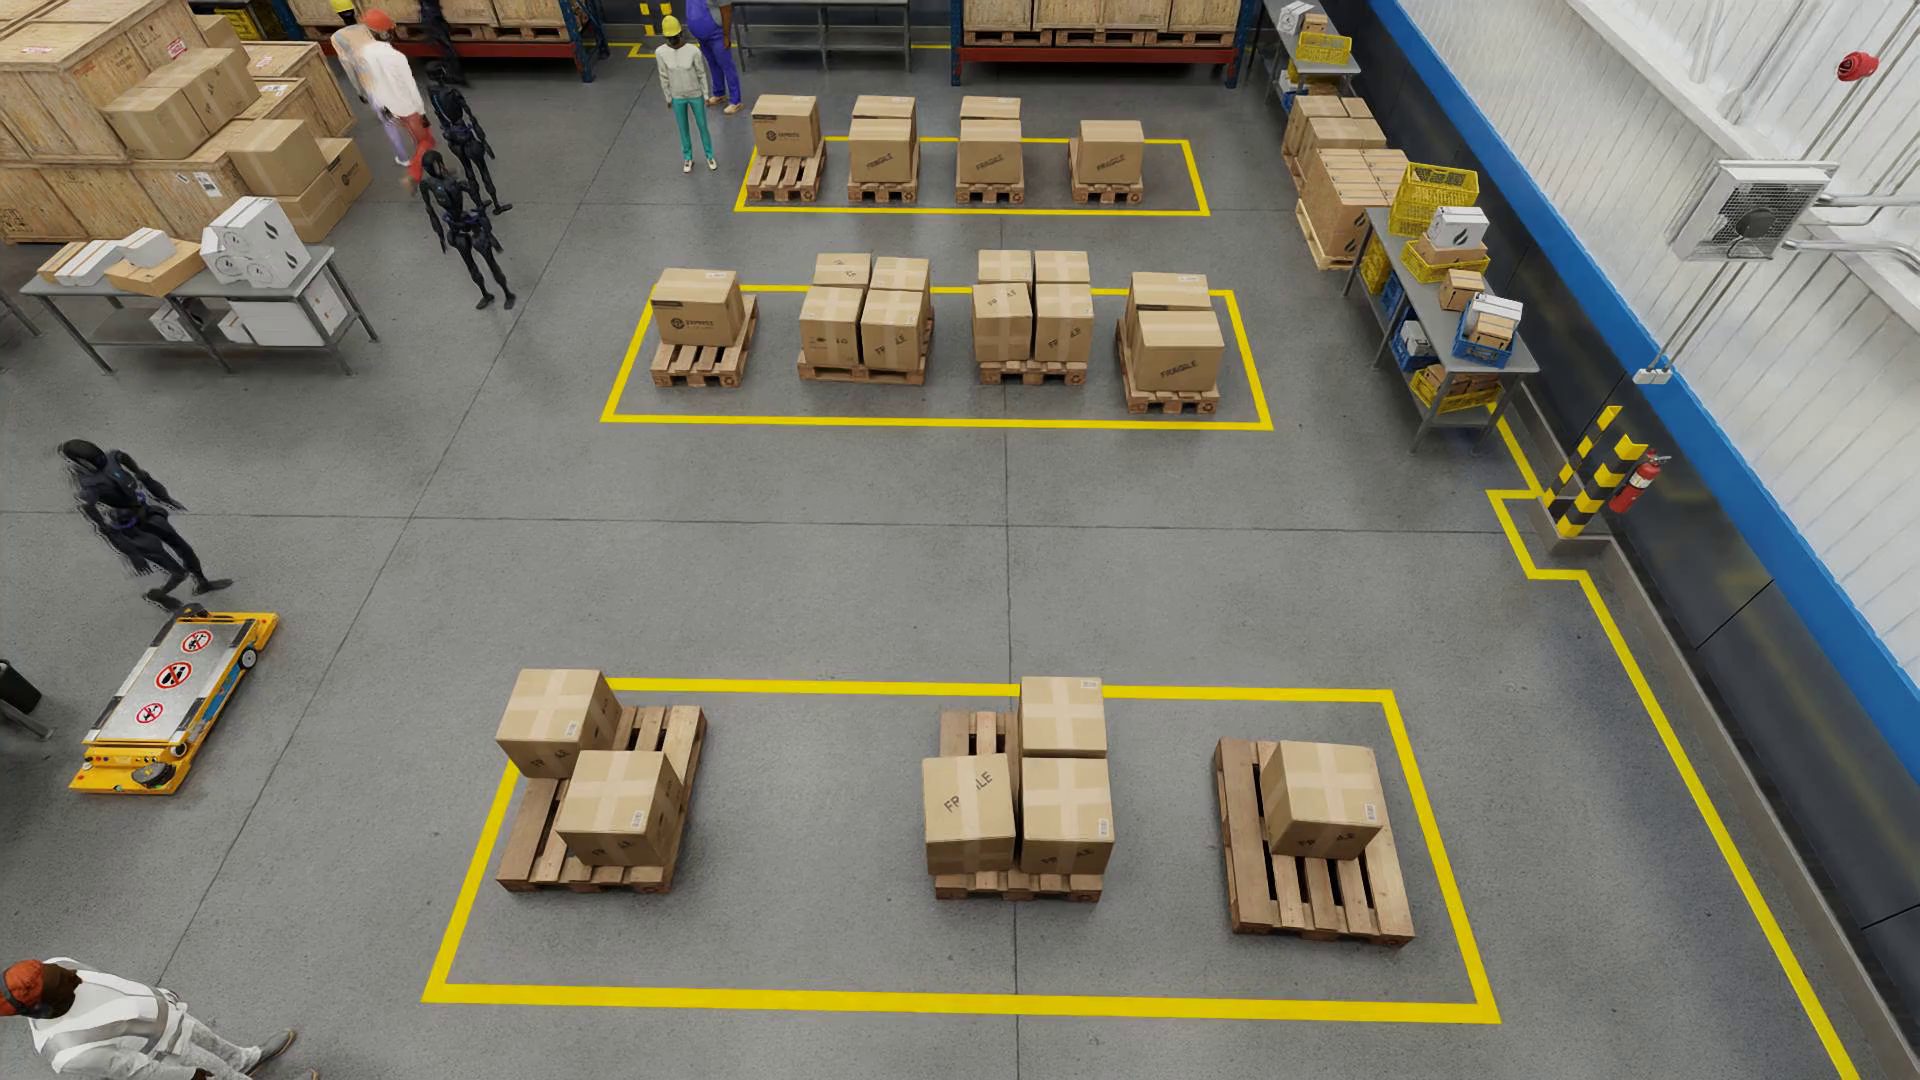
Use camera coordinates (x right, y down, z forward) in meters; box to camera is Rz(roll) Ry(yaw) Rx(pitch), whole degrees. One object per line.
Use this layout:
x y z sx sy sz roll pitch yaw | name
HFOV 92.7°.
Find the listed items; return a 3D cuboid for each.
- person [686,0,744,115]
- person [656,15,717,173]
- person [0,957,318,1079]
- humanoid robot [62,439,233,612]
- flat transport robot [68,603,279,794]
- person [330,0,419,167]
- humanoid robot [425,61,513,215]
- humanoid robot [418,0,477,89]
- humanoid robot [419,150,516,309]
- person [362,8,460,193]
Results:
-3.217 -6.550 11.750 0.687 2.000 0.536 36 58 26 | person
-3.220 -5.239 10.817 0.524 1.768 0.324 -6 50 -5 | person
-3.768 2.345 4.326 0.573 1.882 0.356 36 58 26 | person
-5.857 -0.108 6.546 0.469 1.634 0.642 -9 50 -7 | humanoid robot
-5.504 1.072 6.442 0.652 0.197 1.431 1 50 1 | flat transport robot
-6.907 -5.441 10.894 0.582 1.918 0.405 -32 57 -24 | person
-5.515 -4.478 10.225 0.585 1.657 0.331 17 52 14 | humanoid robot
-6.994 -6.958 12.345 0.627 1.628 0.573 2 50 2 | humanoid robot
-4.836 -3.010 8.982 0.610 1.657 0.315 1 50 1 | humanoid robot
-6.366 -4.917 10.420 0.647 1.963 0.745 22 53 17 | person
